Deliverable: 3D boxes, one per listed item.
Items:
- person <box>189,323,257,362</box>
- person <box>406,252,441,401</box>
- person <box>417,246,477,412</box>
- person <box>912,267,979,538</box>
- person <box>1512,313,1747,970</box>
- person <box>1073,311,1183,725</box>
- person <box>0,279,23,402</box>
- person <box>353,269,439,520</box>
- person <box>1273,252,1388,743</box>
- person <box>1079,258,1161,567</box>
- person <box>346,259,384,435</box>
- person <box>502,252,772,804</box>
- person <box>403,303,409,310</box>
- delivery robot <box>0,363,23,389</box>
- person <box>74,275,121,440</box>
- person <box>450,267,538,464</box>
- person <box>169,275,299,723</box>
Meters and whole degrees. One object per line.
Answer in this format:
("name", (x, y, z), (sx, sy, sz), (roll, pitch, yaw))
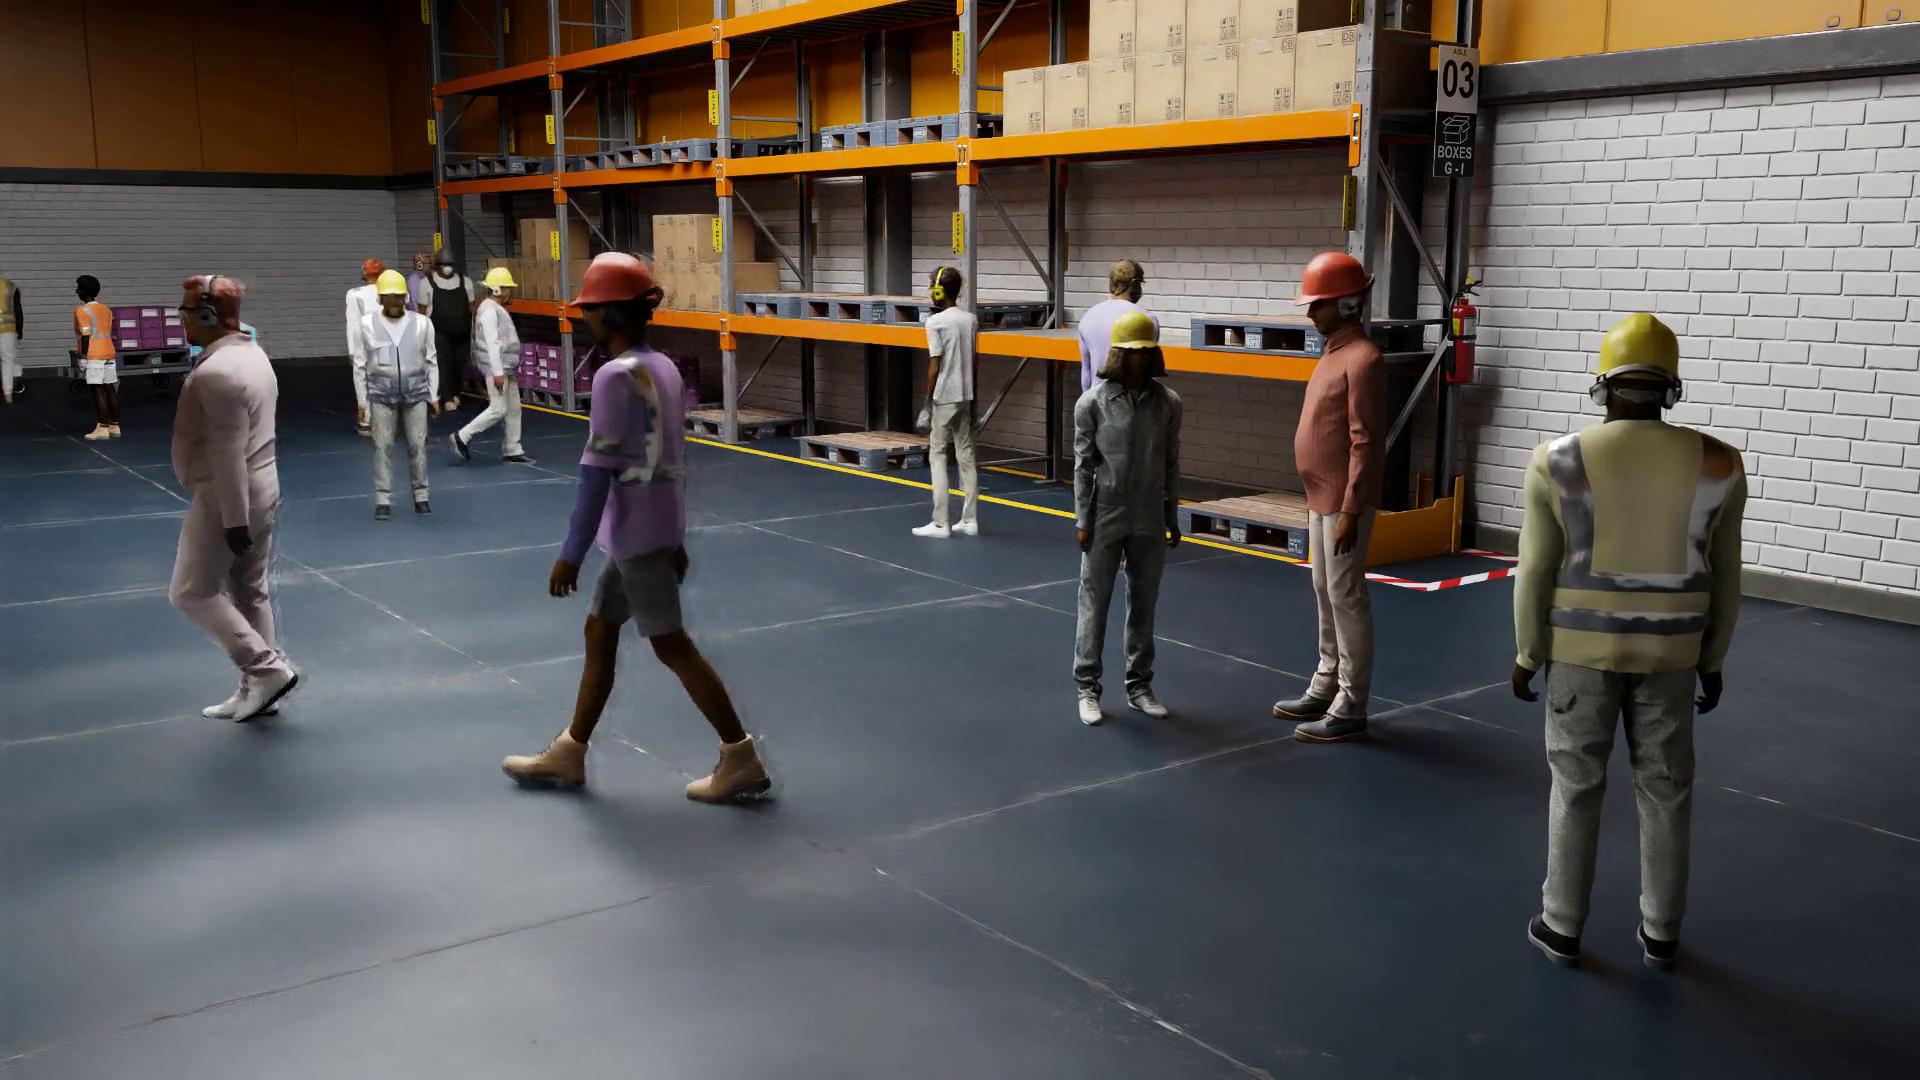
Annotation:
("person", (-5.944, -1.213, 13.506), (0.532, 1.679, 0.594), (-6, 12, -32))
("person", (-6.894, -2.745, 21.442), (0.401, 1.906, 0.649), (-2, 10, -13))
("person", (-6.270, -2.619, 20.358), (0.677, 2.000, 0.957), (-6, 12, -32))
("person", (-0.104, -0.938, 11.463), (0.421, 1.858, 0.582), (9, 13, 40))
("person", (1.834, 0.292, 4.633), (0.591, 1.833, 0.404), (2, 10, 9))
("person", (0.718, -0.090, 7.025), (0.487, 1.743, 0.315), (-3, 11, -17))
("person", (-12.422, -2.691, 21.434), (0.638, 1.795, 0.932), (-6, 12, -31))
("person", (-4.140, -1.065, 12.240), (0.600, 1.830, 0.404), (-4, 11, -23))
("person", (1.527, -0.168, 6.784), (0.391, 1.986, 0.609), (0, 10, -2))
("person", (1.010, -0.797, 10.465), (0.361, 1.932, 0.630), (-9, 14, -41))
("person", (-6.119, -1.989, 17.358), (0.592, 1.849, 0.898), (-6, 12, -30))
("person", (-1.163, -0.025, 5.985), (1.045, 1.998, 0.629), (1, 10, 4))
("person", (-8.278, -3.136, 24.463), (0.523, 1.591, 0.830), (-4, 11, -22))
("delivery robot", (-12.696, -2.175, 21.771), (0.477, 0.478, 0.707), (8, 13, 40))
("person", (-8.933, -1.883, 17.198), (0.322, 1.697, 0.535), (1, 10, 3))
("person", (-4.250, -1.563, 15.085), (0.667, 1.810, 0.598), (0, 10, -1))
("person", (-3.080, -0.156, 6.978), (0.437, 1.892, 0.647), (-1, 10, -4))
